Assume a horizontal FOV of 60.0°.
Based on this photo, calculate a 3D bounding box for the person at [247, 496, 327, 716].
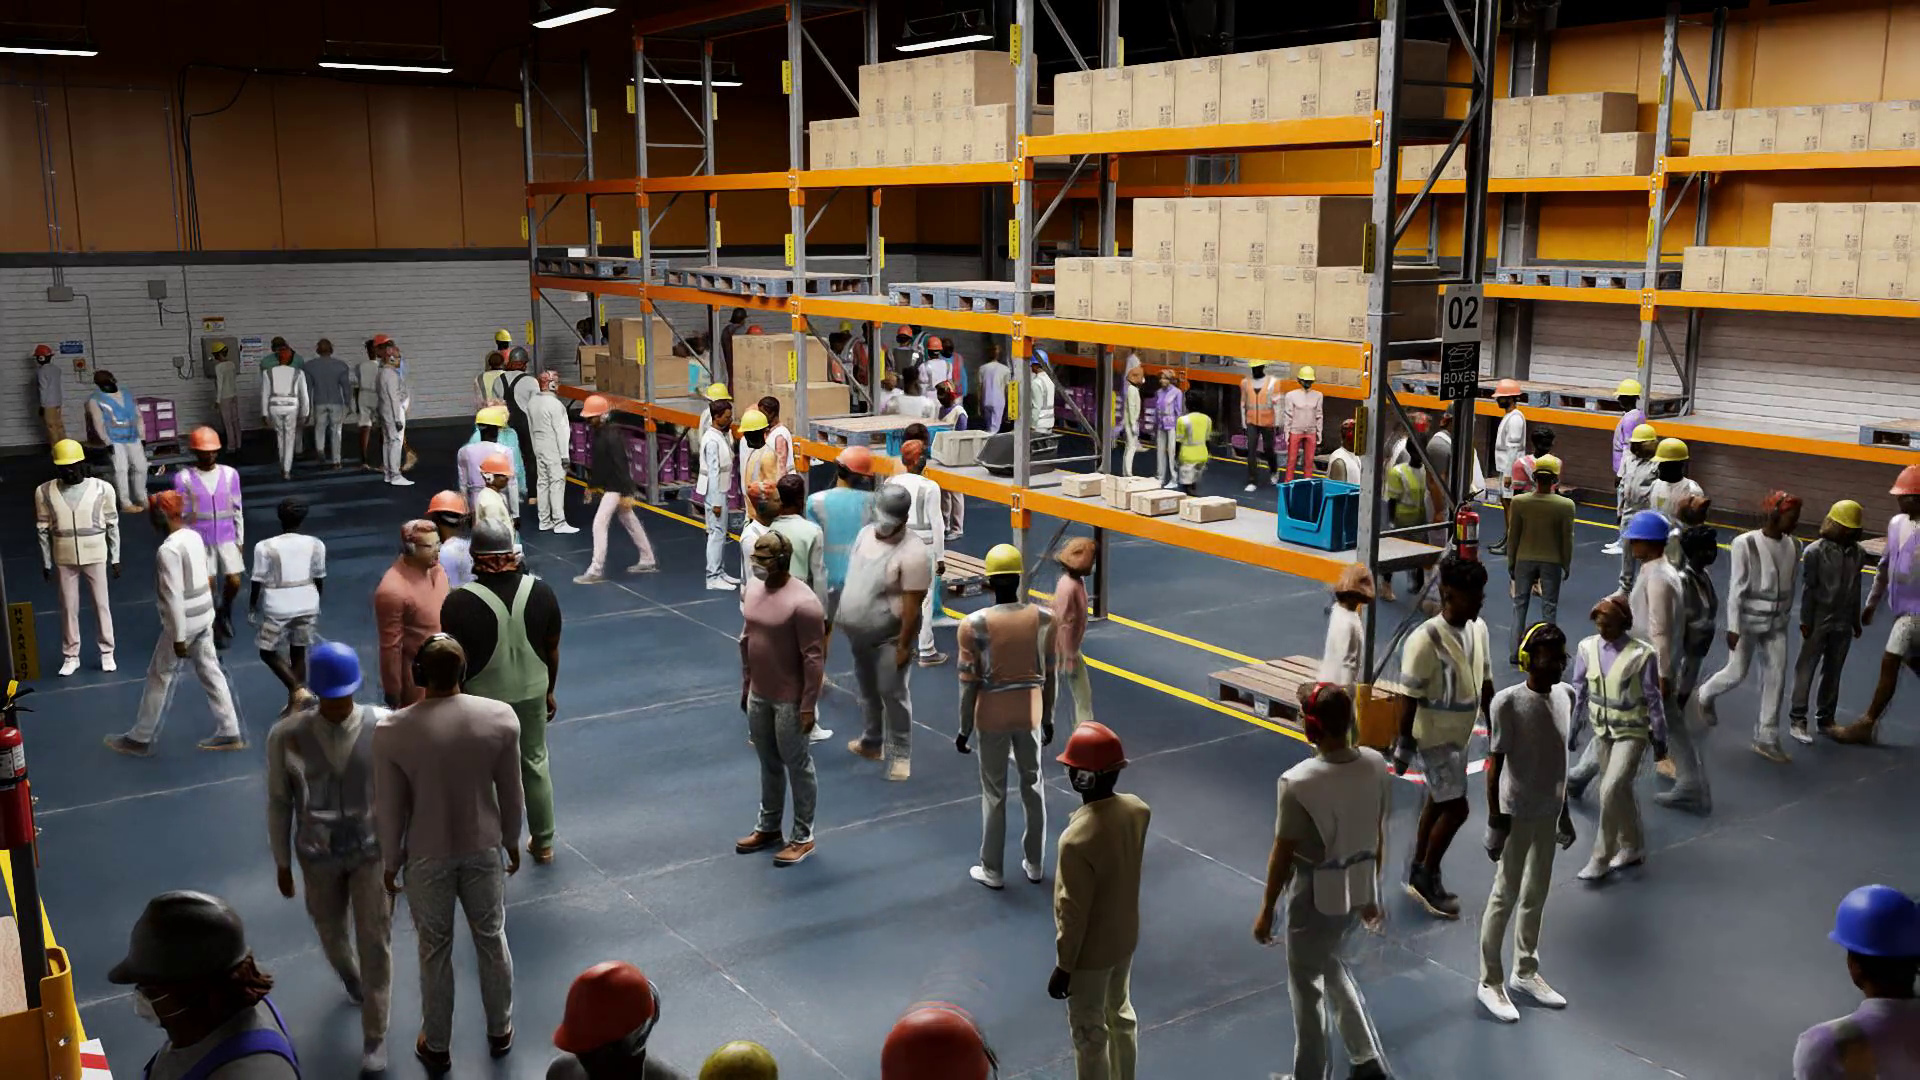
[{"bbox_3d":[-4.877,0.519,12.142,0.500,1.669,0.583,10,15,42],"label":"person"}]

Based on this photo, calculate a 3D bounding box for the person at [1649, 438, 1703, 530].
[{"bbox_3d":[5.774,0.120,13.567,0.401,1.918,0.584,-3,11,-14],"label":"person"}]

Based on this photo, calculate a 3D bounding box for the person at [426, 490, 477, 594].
[{"bbox_3d":[-3.390,0.636,10.992,0.419,1.892,0.609,-1,11,-5],"label":"person"}]

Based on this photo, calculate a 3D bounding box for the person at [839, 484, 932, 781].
[{"bbox_3d":[-0.576,0.554,11.018,0.534,2.000,0.851,-8,14,-36],"label":"person"}]

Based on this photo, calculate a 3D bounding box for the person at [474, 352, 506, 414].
[{"bbox_3d":[-6.299,-1.647,22.794,0.627,1.844,0.429,-1,11,-4],"label":"person"}]

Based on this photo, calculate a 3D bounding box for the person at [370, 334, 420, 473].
[{"bbox_3d":[-8.190,-1.957,23.993,0.604,2.006,0.656,-7,13,-32],"label":"person"}]

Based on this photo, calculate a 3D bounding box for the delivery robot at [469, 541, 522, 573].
[{"bbox_3d":[-4.762,0.151,16.651,0.707,0.478,0.477,3,11,13],"label":"delivery robot"}]

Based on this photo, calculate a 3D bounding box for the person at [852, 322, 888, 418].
[{"bbox_3d":[-1.490,-2.627,27.491,0.614,1.962,0.366,3,11,14],"label":"person"}]

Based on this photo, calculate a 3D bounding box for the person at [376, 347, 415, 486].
[{"bbox_3d":[-7.792,-1.707,22.934,0.403,1.905,0.652,-7,13,-33],"label":"person"}]

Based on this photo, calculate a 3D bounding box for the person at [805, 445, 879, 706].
[{"bbox_3d":[-0.882,0.275,12.563,0.658,2.011,0.636,0,11,0],"label":"person"}]

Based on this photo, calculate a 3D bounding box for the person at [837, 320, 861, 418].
[{"bbox_3d":[-2.036,-3.065,30.113,0.603,1.821,0.403,9,14,39],"label":"person"}]

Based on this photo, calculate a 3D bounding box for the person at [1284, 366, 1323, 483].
[{"bbox_3d":[4.482,-1.389,21.695,0.528,1.761,0.349,-2,11,-9],"label":"person"}]

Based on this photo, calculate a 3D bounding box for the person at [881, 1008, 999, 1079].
[{"bbox_3d":[0.010,2.006,3.907,0.622,1.955,0.997,-1,11,-5],"label":"person"}]

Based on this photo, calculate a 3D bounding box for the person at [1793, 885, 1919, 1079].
[{"bbox_3d":[2.551,1.907,4.560,0.641,1.872,0.966,-1,11,-5],"label":"person"}]

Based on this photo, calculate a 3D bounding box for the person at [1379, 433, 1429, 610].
[{"bbox_3d":[4.255,-0.180,15.725,0.544,1.665,0.705,-3,11,-14],"label":"person"}]

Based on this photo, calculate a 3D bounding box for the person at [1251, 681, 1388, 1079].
[{"bbox_3d":[1.491,1.477,6.841,0.575,1.824,0.430,-9,14,-37],"label":"person"}]

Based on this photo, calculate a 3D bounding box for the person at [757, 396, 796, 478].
[{"bbox_3d":[-1.846,-0.497,16.757,0.415,1.907,0.593,-3,12,-16],"label":"person"}]

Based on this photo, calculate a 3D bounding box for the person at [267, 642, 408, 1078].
[{"bbox_3d":[-2.723,1.329,7.407,0.642,1.917,0.862,-3,12,-17],"label":"person"}]

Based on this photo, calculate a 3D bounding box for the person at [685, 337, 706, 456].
[{"bbox_3d":[-4.089,-2.230,25.794,0.349,1.839,0.503,5,12,25],"label":"person"}]

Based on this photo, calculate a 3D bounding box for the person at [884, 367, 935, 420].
[{"bbox_3d":[-0.621,-1.101,19.786,0.634,1.910,0.989,-2,11,-8],"label":"person"}]

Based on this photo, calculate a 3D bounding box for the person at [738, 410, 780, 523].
[{"bbox_3d":[-1.849,-0.247,15.428,0.383,1.920,0.585,-4,12,-19],"label":"person"}]

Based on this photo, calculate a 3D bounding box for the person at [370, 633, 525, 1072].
[{"bbox_3d":[-2.205,1.345,7.231,0.634,1.939,0.370,-6,12,-28],"label":"person"}]

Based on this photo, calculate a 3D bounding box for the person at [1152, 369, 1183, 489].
[{"bbox_3d":[2.837,-1.513,22.648,0.362,1.629,0.531,-6,13,-28],"label":"person"}]

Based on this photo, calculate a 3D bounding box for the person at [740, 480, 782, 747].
[{"bbox_3d":[-1.351,0.512,11.634,0.355,1.884,0.575,1,11,6],"label":"person"}]

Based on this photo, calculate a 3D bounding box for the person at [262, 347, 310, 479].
[{"bbox_3d":[-9.555,-1.810,23.594,0.595,1.844,0.824,-2,11,-9],"label":"person"}]

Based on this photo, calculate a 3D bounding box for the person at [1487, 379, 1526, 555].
[{"bbox_3d":[5.978,-0.794,18.213,0.390,1.928,0.546,2,11,11],"label":"person"}]

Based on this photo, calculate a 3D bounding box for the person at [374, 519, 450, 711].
[{"bbox_3d":[-3.408,0.784,10.247,0.685,1.882,0.663,2,11,10],"label":"person"}]

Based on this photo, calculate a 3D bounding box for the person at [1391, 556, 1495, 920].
[{"bbox_3d":[2.613,1.033,8.800,0.572,1.941,0.631,11,15,44],"label":"person"}]

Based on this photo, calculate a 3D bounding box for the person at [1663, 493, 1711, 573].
[{"bbox_3d":[5.494,0.438,12.685,0.539,1.619,0.375,-11,15,-43],"label":"person"}]

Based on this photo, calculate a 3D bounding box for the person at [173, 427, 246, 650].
[{"bbox_3d":[-6.403,-0.018,14.228,0.544,1.927,0.464,-9,14,-37],"label":"person"}]

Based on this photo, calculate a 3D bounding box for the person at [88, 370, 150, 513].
[{"bbox_3d":[-10.458,-1.229,20.769,0.471,1.804,0.655,5,12,26],"label":"person"}]

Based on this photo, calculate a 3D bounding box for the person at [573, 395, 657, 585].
[{"bbox_3d":[-3.509,-0.525,16.913,0.933,1.919,0.639,-5,12,-23],"label":"person"}]

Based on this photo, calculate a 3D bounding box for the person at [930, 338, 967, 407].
[{"bbox_3d":[-0.218,-2.274,26.095,0.653,1.815,0.604,-5,12,-22],"label":"person"}]

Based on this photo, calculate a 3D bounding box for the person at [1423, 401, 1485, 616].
[{"bbox_3d":[4.608,-0.319,15.483,0.536,2.000,0.676,9,14,38],"label":"person"}]

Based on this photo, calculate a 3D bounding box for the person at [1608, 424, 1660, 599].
[{"bbox_3d":[6.465,-0.238,15.839,0.319,1.741,0.492,-7,13,-31],"label":"person"}]

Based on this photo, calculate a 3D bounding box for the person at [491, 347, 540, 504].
[{"bbox_3d":[-5.660,-1.491,21.482,0.683,2.000,0.536,4,12,20],"label":"person"}]

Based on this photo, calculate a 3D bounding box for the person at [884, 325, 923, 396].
[{"bbox_3d":[-0.854,-2.265,25.482,0.601,2.035,0.402,1,11,5],"label":"person"}]

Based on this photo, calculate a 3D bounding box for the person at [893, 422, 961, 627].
[{"bbox_3d":[-0.457,-0.121,14.871,0.881,1.883,0.604,-4,12,-21],"label":"person"}]

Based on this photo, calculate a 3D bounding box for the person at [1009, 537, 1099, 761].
[{"bbox_3d":[0.672,0.750,11.193,0.865,1.584,0.524,4,12,19],"label":"person"}]

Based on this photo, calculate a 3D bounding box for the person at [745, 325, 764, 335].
[{"bbox_3d":[-3.218,-2.383,26.166,0.386,1.992,0.624,-2,11,-10],"label":"person"}]

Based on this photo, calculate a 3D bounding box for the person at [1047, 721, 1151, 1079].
[{"bbox_3d":[0.522,1.567,6.567,0.327,1.752,0.561,7,13,33],"label":"person"}]

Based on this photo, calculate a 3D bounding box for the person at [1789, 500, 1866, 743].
[{"bbox_3d":[6.147,0.570,11.720,0.484,1.736,0.308,-3,11,-13],"label":"person"}]

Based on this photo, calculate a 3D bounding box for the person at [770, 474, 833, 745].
[{"bbox_3d":[-1.191,0.490,11.657,0.587,1.920,0.397,5,12,26],"label":"person"}]

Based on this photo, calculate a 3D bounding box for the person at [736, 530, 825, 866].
[{"bbox_3d":[-1.035,0.894,9.537,0.627,1.941,0.374,10,15,43],"label":"person"}]
